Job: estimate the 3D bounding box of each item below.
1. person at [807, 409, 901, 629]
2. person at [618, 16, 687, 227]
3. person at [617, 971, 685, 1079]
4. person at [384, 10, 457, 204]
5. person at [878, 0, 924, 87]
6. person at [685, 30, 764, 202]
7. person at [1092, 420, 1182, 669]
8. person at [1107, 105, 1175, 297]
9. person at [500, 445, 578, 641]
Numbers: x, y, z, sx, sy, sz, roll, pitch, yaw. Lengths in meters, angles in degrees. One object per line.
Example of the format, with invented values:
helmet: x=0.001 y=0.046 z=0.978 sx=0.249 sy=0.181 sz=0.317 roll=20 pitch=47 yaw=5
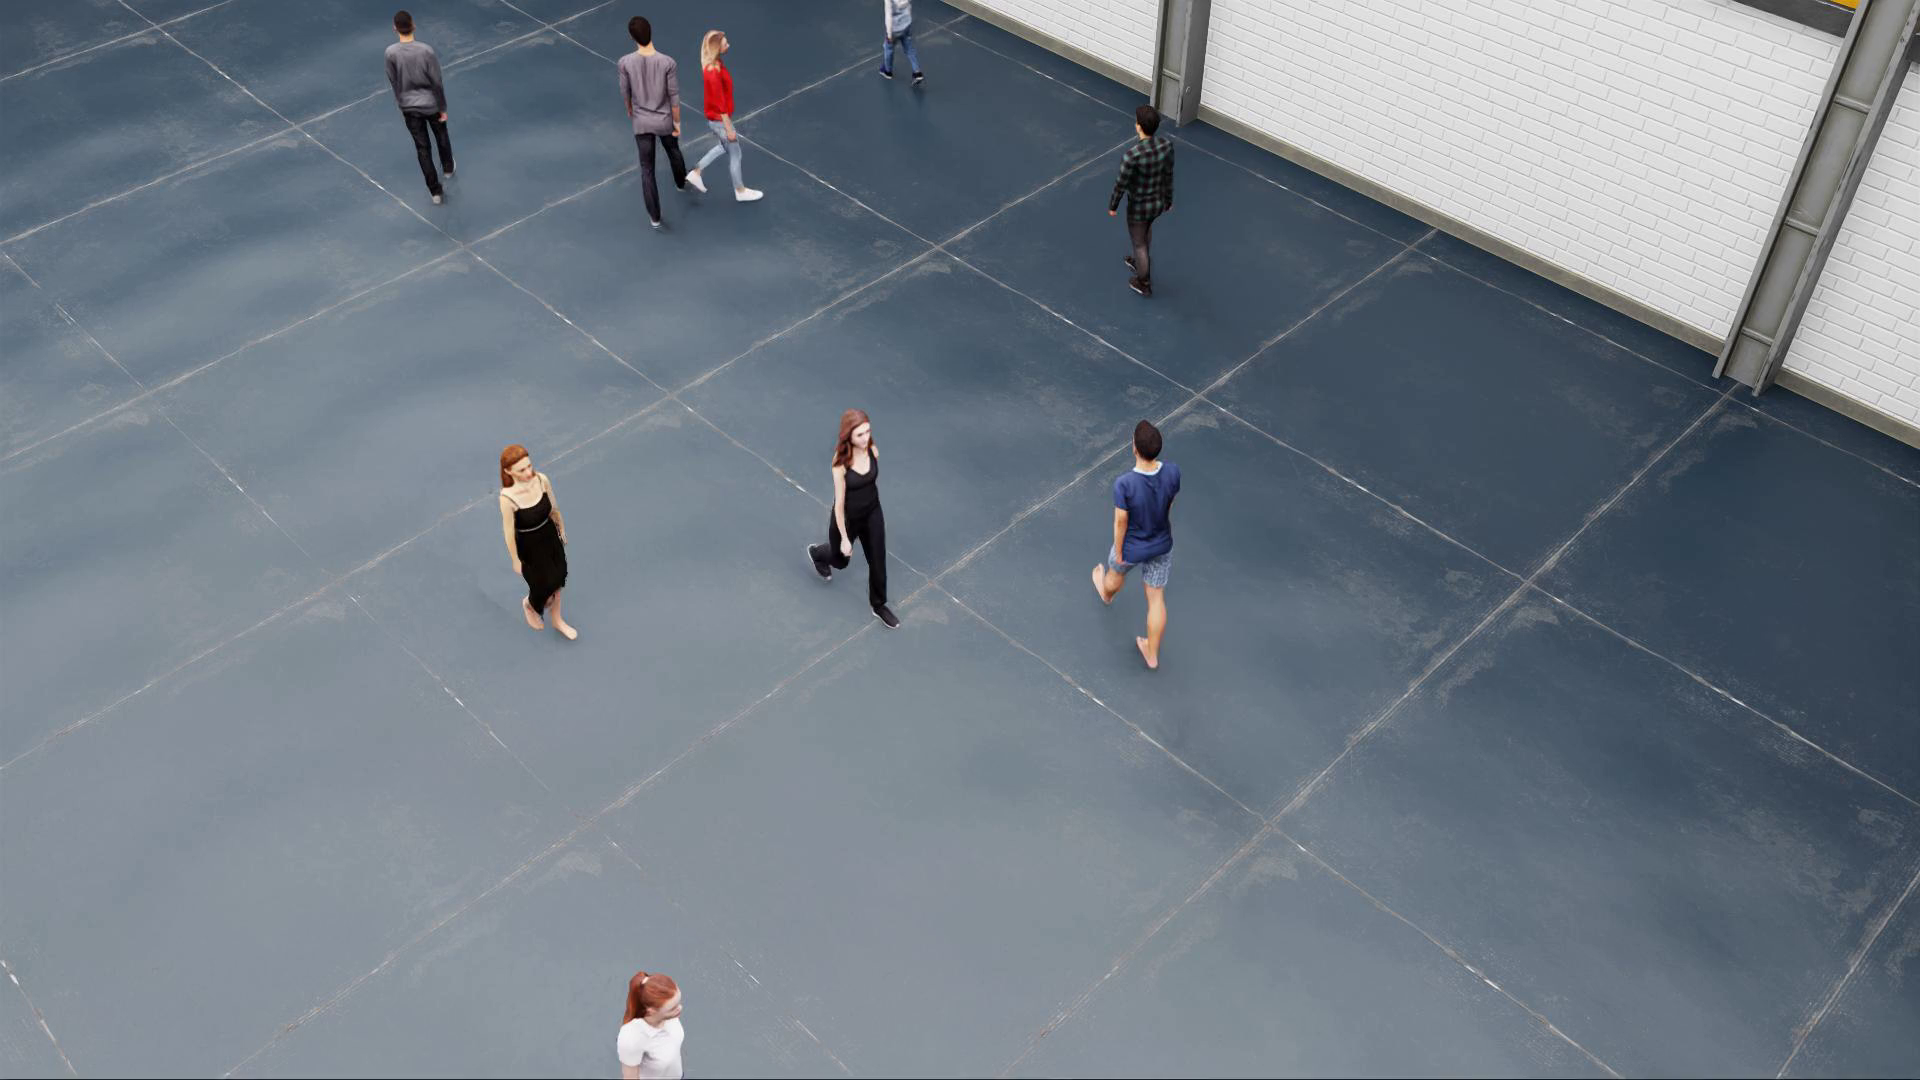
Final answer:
person: x=-0.762 y=-0.197 z=11.108 sx=0.607 sy=1.717 sz=1.103 roll=-31 pitch=52 yaw=-29
person: x=-2.719 y=-3.649 z=14.670 sx=1.096 sy=1.801 sz=1.229 roll=-4 pitch=44 yaw=-4
person: x=-1.578 y=2.629 z=8.152 sx=0.888 sy=1.702 sz=0.784 roll=11 pitch=45 yaw=11
person: x=-4.831 y=-3.839 z=14.919 sx=0.907 sy=1.733 sz=1.041 roll=-11 pitch=45 yaw=-11
person: x=-0.578 y=-5.147 z=16.643 sx=0.601 sy=1.248 sz=0.870 roll=-25 pitch=49 yaw=-24
person: x=-2.183 y=-3.749 z=14.858 sx=0.985 sy=1.687 sz=0.975 roll=-9 pitch=44 yaw=-10
person: x=1.225 y=0.087 z=10.752 sx=1.014 sy=1.797 sz=1.217 roll=-9 pitch=44 yaw=-9
person: x=1.589 y=-2.792 z=13.844 sx=0.806 sy=1.703 sz=0.848 roll=-23 pitch=48 yaw=-22
person: x=-2.848 y=0.001 z=10.971 sx=0.721 sy=1.619 sz=0.628 roll=28 pitch=50 yaw=26
